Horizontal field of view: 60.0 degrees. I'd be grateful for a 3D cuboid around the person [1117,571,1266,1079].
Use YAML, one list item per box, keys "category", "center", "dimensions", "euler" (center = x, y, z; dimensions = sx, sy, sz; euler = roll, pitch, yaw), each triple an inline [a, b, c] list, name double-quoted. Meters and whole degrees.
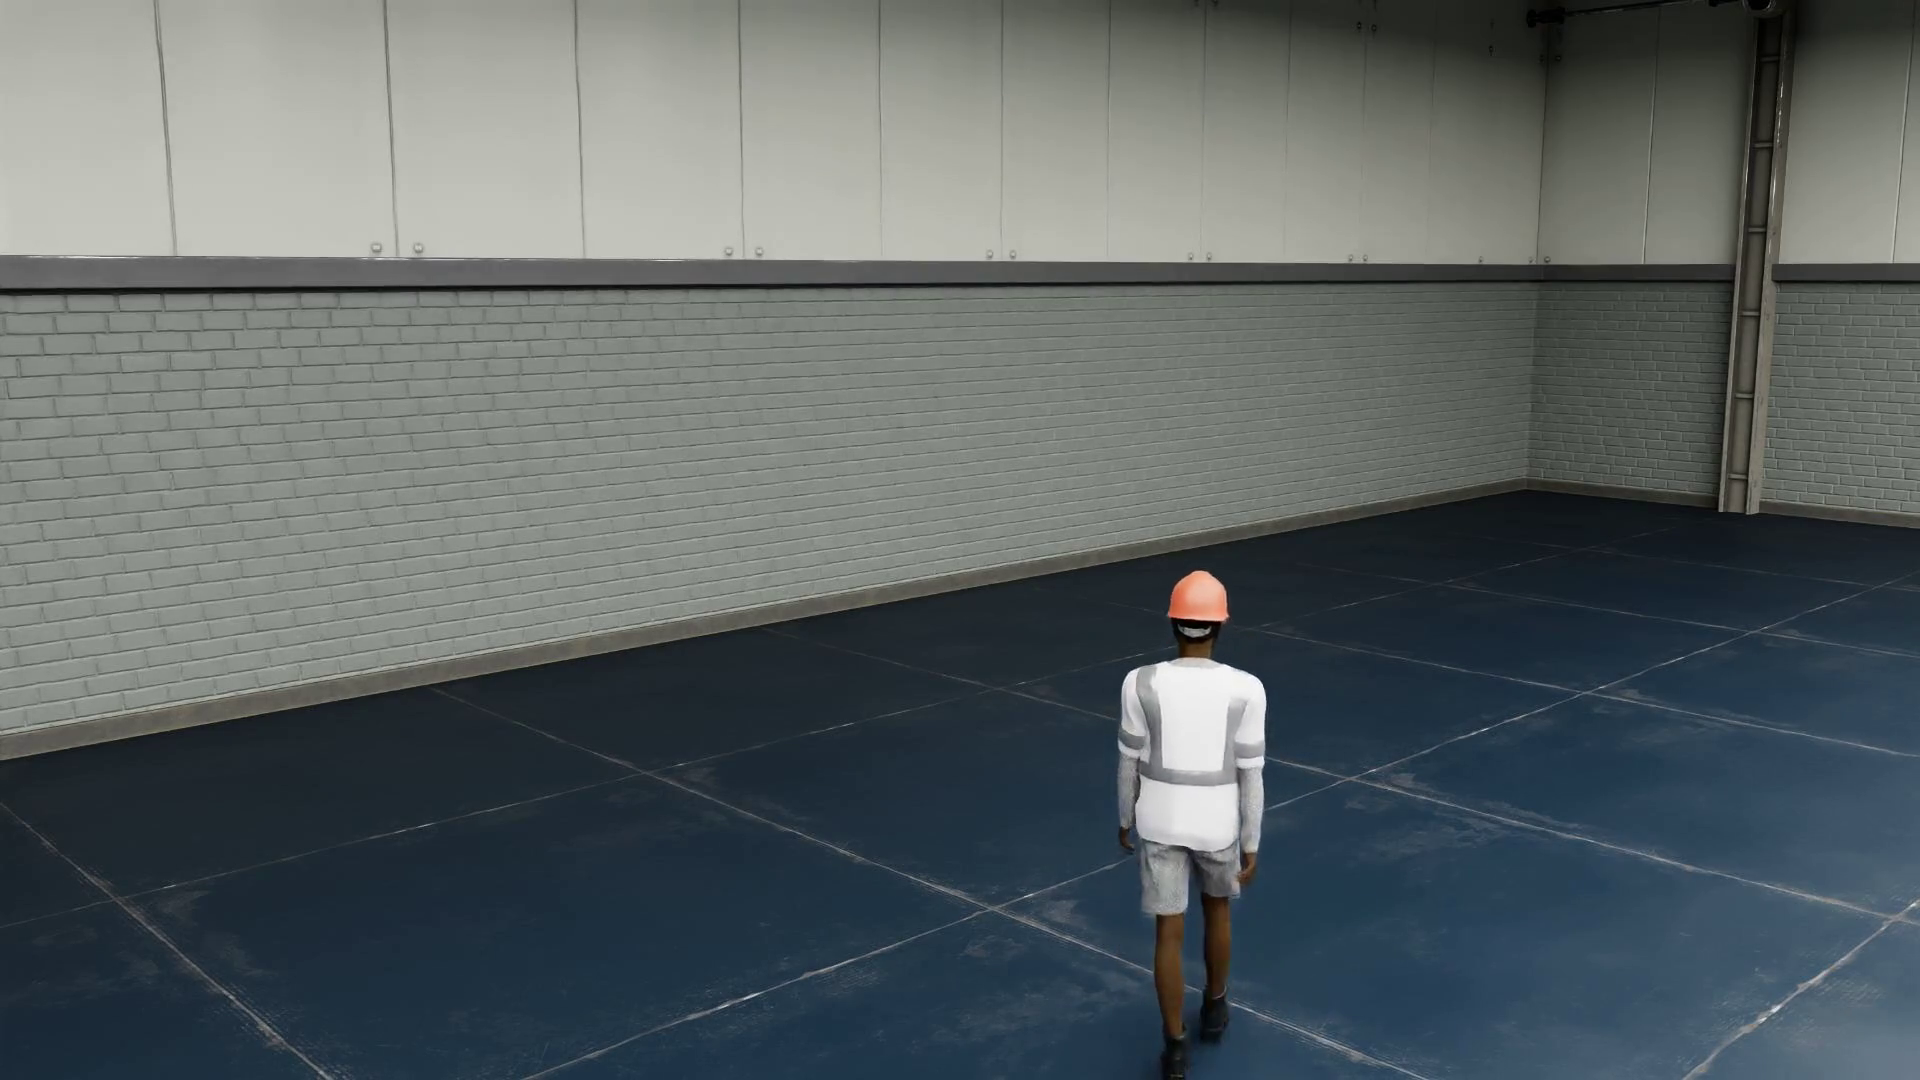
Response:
- category: "person"
  center: [0.879, 1.059, 6.421]
  dimensions: [0.547, 1.911, 0.787]
  euler: [1, 9, 5]
